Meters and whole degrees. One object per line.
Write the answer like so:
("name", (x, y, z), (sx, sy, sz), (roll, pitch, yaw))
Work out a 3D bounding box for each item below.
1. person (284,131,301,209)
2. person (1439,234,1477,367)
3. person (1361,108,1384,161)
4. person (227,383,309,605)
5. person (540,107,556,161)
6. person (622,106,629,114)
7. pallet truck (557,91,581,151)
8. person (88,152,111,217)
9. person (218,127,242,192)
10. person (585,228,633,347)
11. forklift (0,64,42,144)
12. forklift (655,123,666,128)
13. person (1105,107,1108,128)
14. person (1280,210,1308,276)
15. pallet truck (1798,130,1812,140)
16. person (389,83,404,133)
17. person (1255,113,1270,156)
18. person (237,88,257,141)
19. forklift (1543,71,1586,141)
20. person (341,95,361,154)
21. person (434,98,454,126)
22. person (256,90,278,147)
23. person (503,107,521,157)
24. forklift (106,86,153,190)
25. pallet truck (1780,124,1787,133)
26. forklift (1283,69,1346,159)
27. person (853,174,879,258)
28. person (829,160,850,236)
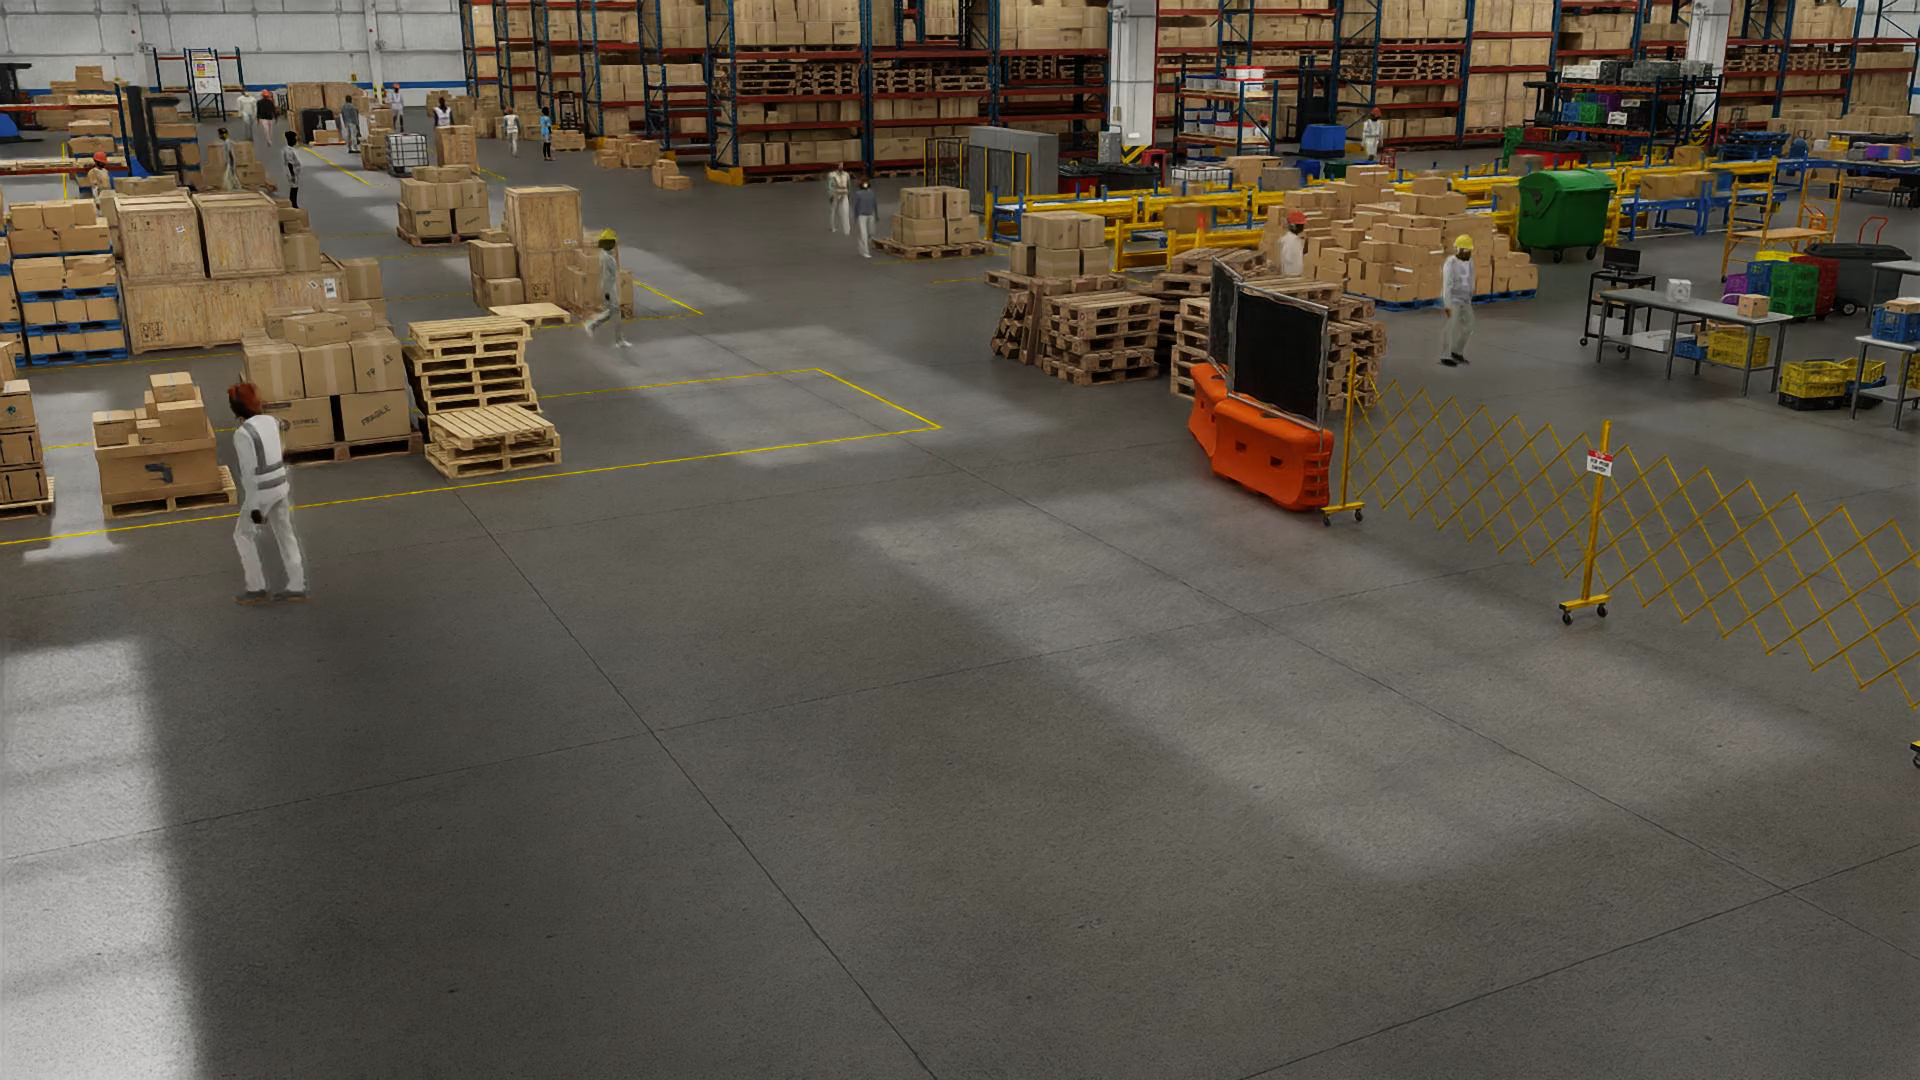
("person", (-15.836, -8.713, 39.496), (0.371, 1.958, 0.598), (-5, 18, -15))
("person", (6.828, -3.255, 22.704), (0.613, 1.813, 0.498), (-13, 22, -35))
("person", (11.780, -11.219, 47.194), (0.647, 2.016, 0.793), (-8, 19, -23))
("person", (-5.768, -0.374, 13.644), (0.715, 1.858, 0.595), (4, 18, 11))
("person", (-13.247, -13.024, 53.347), (0.318, 1.697, 0.536), (-15, 23, -39))
("person", (-12.447, -15.603, 61.154), (0.631, 1.843, 0.429), (-13, 22, -34))
("pallet truck", (-13.495, -14.412, 57.188), (0.823, 1.965, 1.885), (-3, 18, -9))
("person", (-17.564, -6.989, 34.158), (0.369, 1.929, 0.542), (2, 18, 6))
("person", (-18.565, -9.525, 42.203), (0.499, 1.867, 0.585), (-8, 20, -24))
("person", (-5.109, -3.644, 24.043), (0.602, 1.728, 0.494), (-3, 18, -8))
("forklift", (-34.306, -15.613, 59.508), (1.129, 2.768, 1.873), (10, 20, 27))
("forklift", (-11.703, -18.290, 67.855), (1.873, 2.768, 1.129), (-1, 18, -2))
("person", (5.368, -14.973, 59.445), (0.538, 1.683, 0.372), (-8, 20, -24))
("person", (4.740, -3.814, 24.206), (0.811, 1.968, 0.623), (10, 20, 28))
("pallet truck", (25.526, -11.556, 49.408), (1.630, 1.274, 0.653), (-9, 20, -26))
("person", (-22.150, -17.015, 65.431), (0.567, 1.917, 0.598), (-11, 21, -30))
("person", (8.402, -10.855, 46.198), (0.373, 1.934, 0.551), (15, 23, 40))
("person", (-26.050, -15.581, 60.966), (0.651, 1.904, 0.864), (-14, 22, -36))
("forklift", (18.685, -13.231, 52.085), (1.873, 2.768, 1.129), (-9, 20, -26))
("person", (-20.494, -13.988, 55.961), (0.627, 1.940, 0.372), (9, 20, 27))
("person", (-17.153, -13.757, 55.357), (0.592, 1.869, 1.006), (-15, 23, -39))
("person", (-24.302, -14.809, 58.470), (0.653, 1.961, 0.904), (-17, 24, -42))
("person", (-14.754, -13.441, 54.804), (0.515, 1.593, 0.860), (-3, 18, -10))
("forklift", (-20.948, -10.146, 42.466), (1.873, 2.768, 1.129), (-9, 20, -26))
("pallet truck", (25.206, -12.542, 52.601), (1.601, 1.201, 0.680), (0, 18, -2))
("forklift", (11.615, -13.871, 54.079), (1.129, 2.768, 1.873), (-9, 20, -27))
("person", (-1.872, -6.387, 32.766), (0.521, 1.619, 0.506), (-11, 21, -30))
("person", (-2.626, -7.454, 36.135), (0.521, 1.604, 0.851), (-8, 19, -22))
